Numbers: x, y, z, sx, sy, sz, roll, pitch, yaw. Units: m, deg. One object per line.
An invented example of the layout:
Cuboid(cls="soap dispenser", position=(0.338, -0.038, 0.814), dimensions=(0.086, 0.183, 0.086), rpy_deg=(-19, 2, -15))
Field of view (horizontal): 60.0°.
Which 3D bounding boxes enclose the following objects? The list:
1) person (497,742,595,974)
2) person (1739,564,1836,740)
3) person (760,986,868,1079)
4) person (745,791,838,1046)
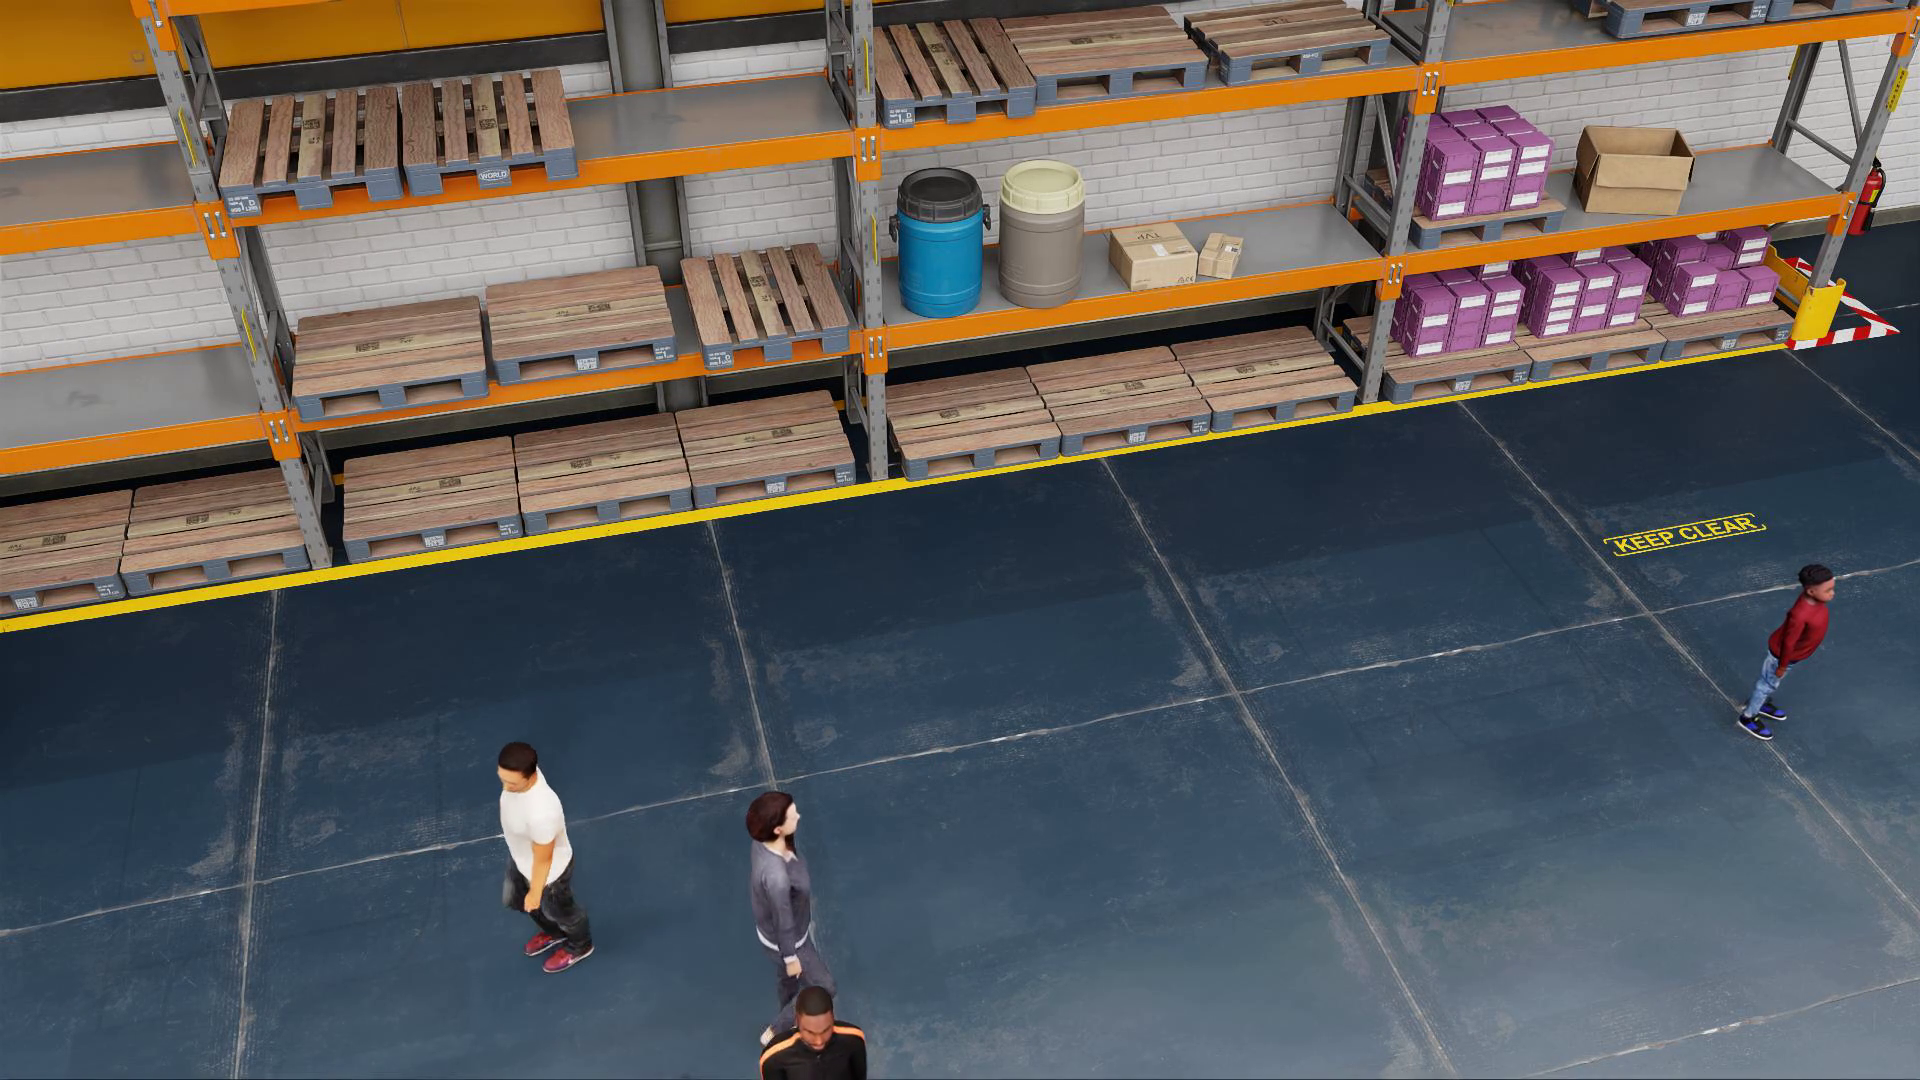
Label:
Cuboid(cls="person", position=(-2.043, 1.600, 8.465), dimensions=(0.759, 1.768, 0.773), rpy_deg=(-22, 44, -25))
Cuboid(cls="person", position=(5.011, 0.641, 10.069), dimensions=(0.637, 1.254, 0.562), rpy_deg=(26, 46, 29))
Cuboid(cls="person", position=(-0.649, 2.497, 7.322), dimensions=(1.050, 1.783, 0.716), rpy_deg=(-7, 39, -9))
Cuboid(cls="person", position=(-0.915, 1.903, 8.080), dimensions=(0.602, 1.764, 0.622), rpy_deg=(-9, 40, -12))
